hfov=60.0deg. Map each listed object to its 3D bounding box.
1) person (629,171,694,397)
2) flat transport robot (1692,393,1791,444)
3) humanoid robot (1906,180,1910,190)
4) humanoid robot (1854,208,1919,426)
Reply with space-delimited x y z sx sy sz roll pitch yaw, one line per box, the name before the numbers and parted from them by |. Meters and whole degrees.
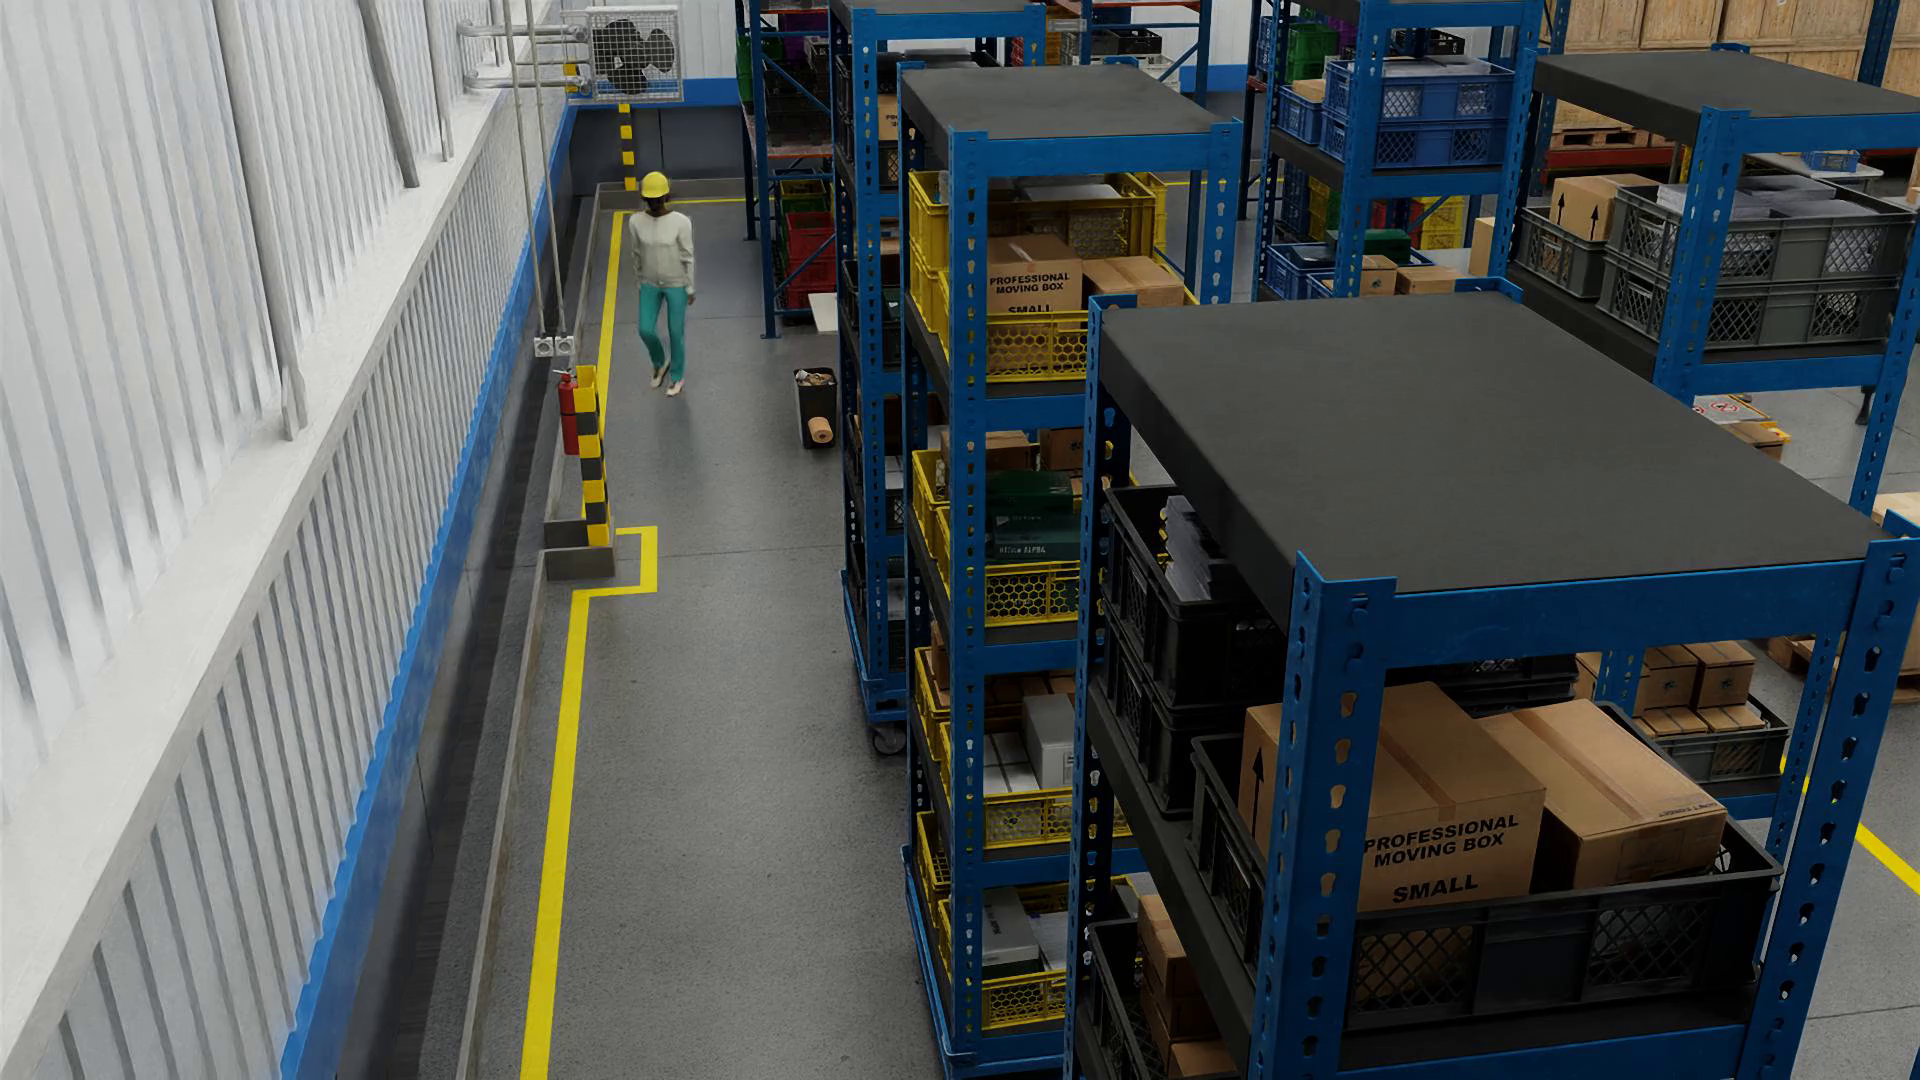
person | -2.273 -1.945 12.750 0.525 1.754 0.378 3 25 7
flat transport robot | 5.224 -0.859 12.132 1.431 0.197 0.652 -4 25 -8
humanoid robot | 10.737 -4.372 18.107 0.672 1.638 0.484 18 30 33
humanoid robot | 6.815 -1.601 12.094 0.631 1.640 0.432 14 28 28
